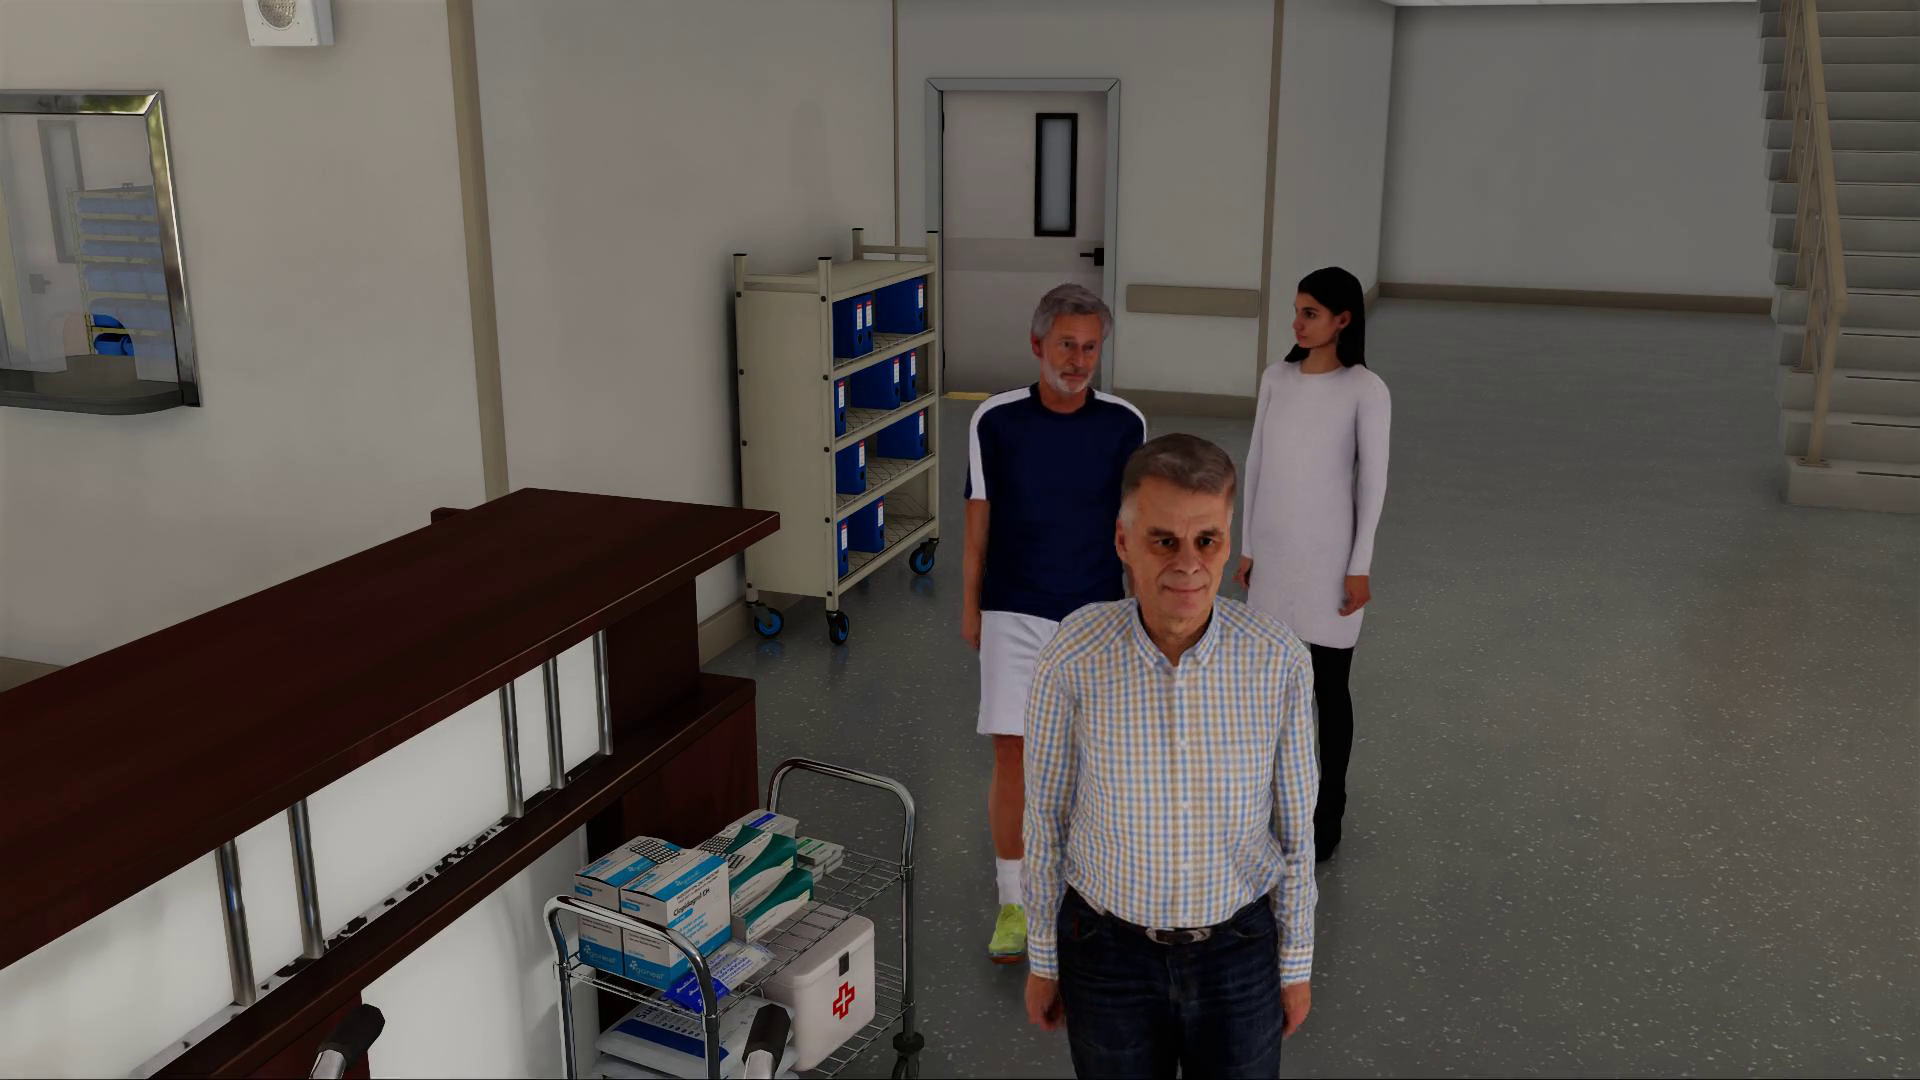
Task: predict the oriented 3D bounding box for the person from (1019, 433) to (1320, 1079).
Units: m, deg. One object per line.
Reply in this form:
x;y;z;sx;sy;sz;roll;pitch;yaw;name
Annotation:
0.366;0.675;2.916;0.788;1.803;0.948;1;16;5;person

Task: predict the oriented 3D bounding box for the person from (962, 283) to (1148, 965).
0.249;0.185;4.650;0.865;1.806;1.027;-1;16;-4;person

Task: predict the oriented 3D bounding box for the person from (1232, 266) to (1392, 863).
1.070;0.074;5.039;0.680;1.808;0.662;15;21;42;person
